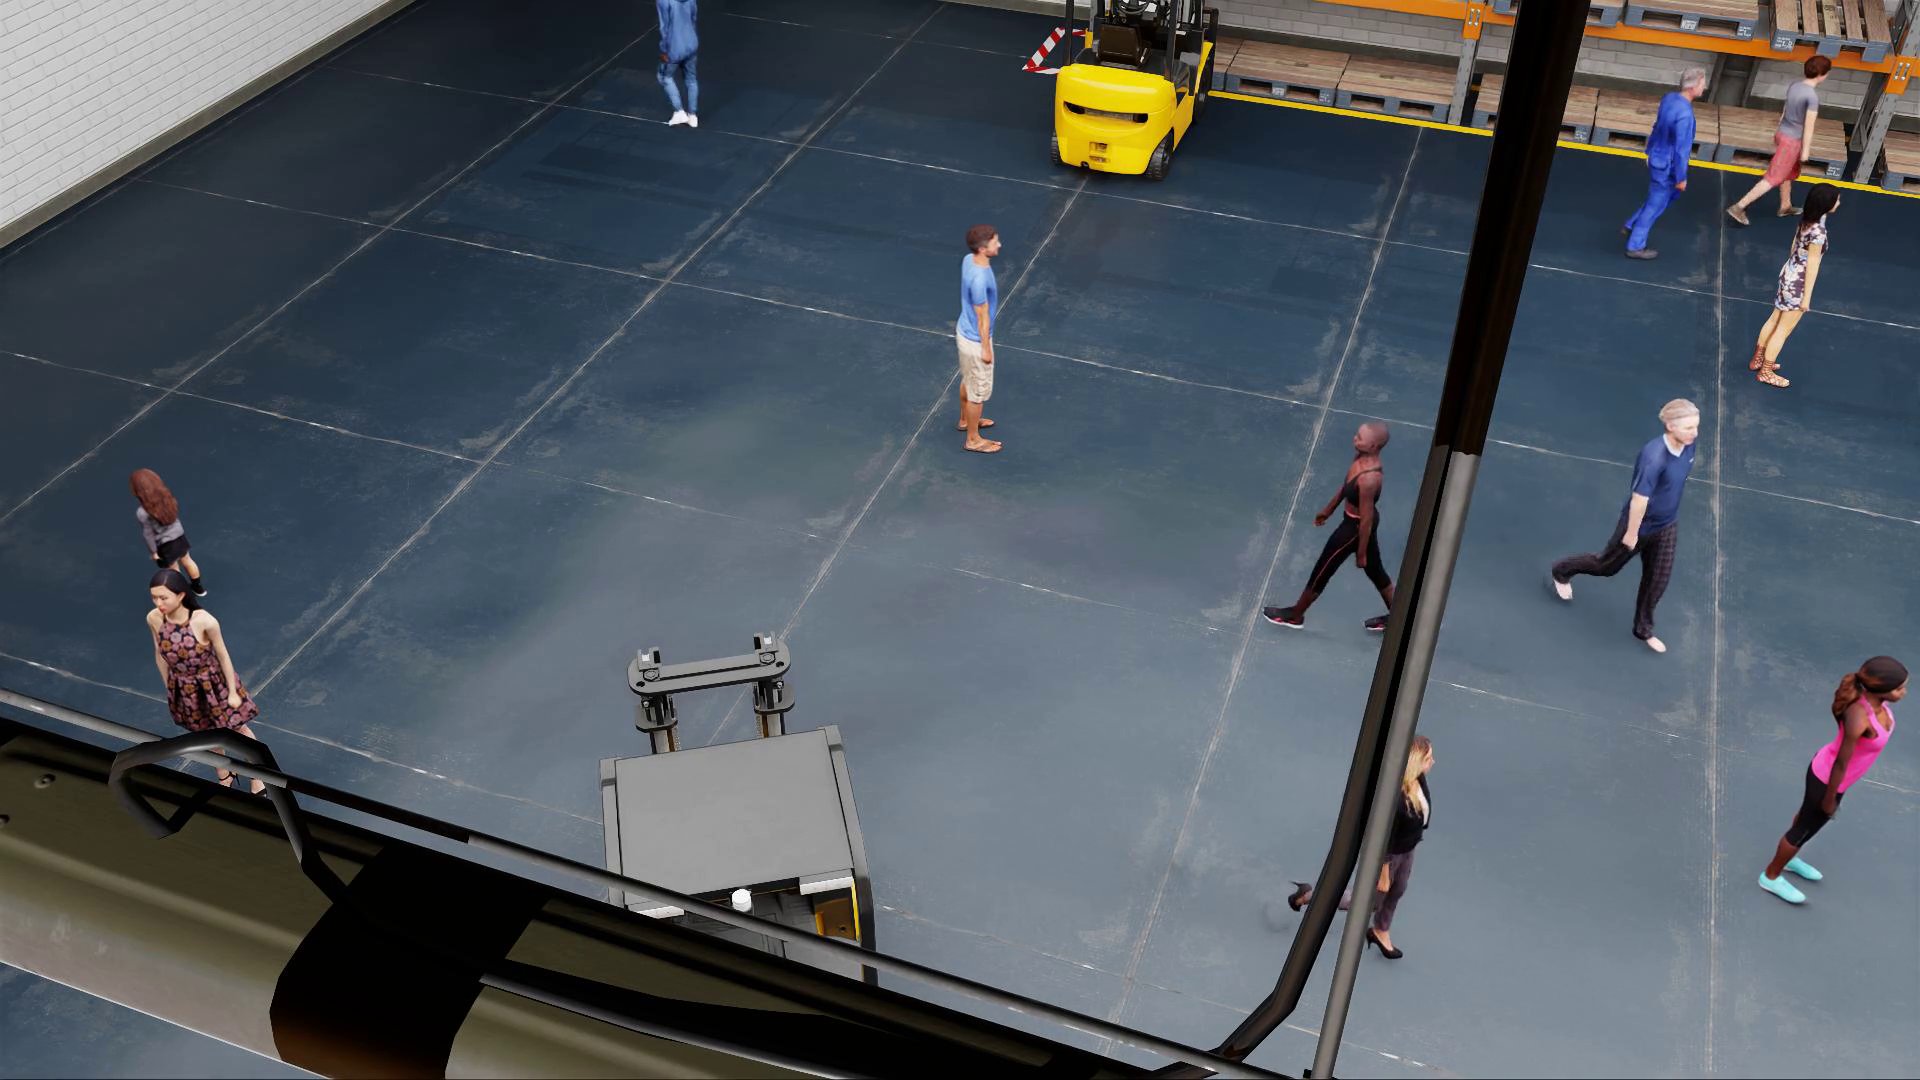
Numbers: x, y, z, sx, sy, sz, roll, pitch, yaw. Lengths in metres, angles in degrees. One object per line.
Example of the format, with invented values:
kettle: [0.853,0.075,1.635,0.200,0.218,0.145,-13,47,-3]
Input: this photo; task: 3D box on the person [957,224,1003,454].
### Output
person: [0.126,-1.556,12.628,0.723,1.862,0.730,-6,39,-7]

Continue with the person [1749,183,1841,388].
person: [6.717,-2.062,13.365,0.590,1.734,0.632,5,39,6]

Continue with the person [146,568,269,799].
person: [-4.380,0.875,9.655,0.711,1.774,0.810,1,39,2]

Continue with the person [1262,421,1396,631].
person: [2.686,-0.030,10.838,1.226,1.711,0.694,8,39,10]

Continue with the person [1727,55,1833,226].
person: [7.660,-3.688,15.491,1.184,1.622,0.916,-2,39,-3]

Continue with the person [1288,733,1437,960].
person: [2.168,1.630,8.808,0.945,1.651,0.702,20,43,23]

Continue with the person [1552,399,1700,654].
person: [4.415,-0.166,10.909,1.086,1.836,1.243,-22,43,-25]

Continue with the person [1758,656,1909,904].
person: [4.807,1.295,9.170,0.654,1.723,0.632,30,47,32]

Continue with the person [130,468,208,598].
person: [-5.398,-0.023,11.314,0.456,1.107,0.477,9,40,11]

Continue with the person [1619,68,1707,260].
person: [6.248,-3.363,14.931,0.755,1.813,0.793,5,39,7]

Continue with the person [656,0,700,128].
person: [-2.842,-5.086,17.098,0.751,1.801,0.777,31,48,33]
